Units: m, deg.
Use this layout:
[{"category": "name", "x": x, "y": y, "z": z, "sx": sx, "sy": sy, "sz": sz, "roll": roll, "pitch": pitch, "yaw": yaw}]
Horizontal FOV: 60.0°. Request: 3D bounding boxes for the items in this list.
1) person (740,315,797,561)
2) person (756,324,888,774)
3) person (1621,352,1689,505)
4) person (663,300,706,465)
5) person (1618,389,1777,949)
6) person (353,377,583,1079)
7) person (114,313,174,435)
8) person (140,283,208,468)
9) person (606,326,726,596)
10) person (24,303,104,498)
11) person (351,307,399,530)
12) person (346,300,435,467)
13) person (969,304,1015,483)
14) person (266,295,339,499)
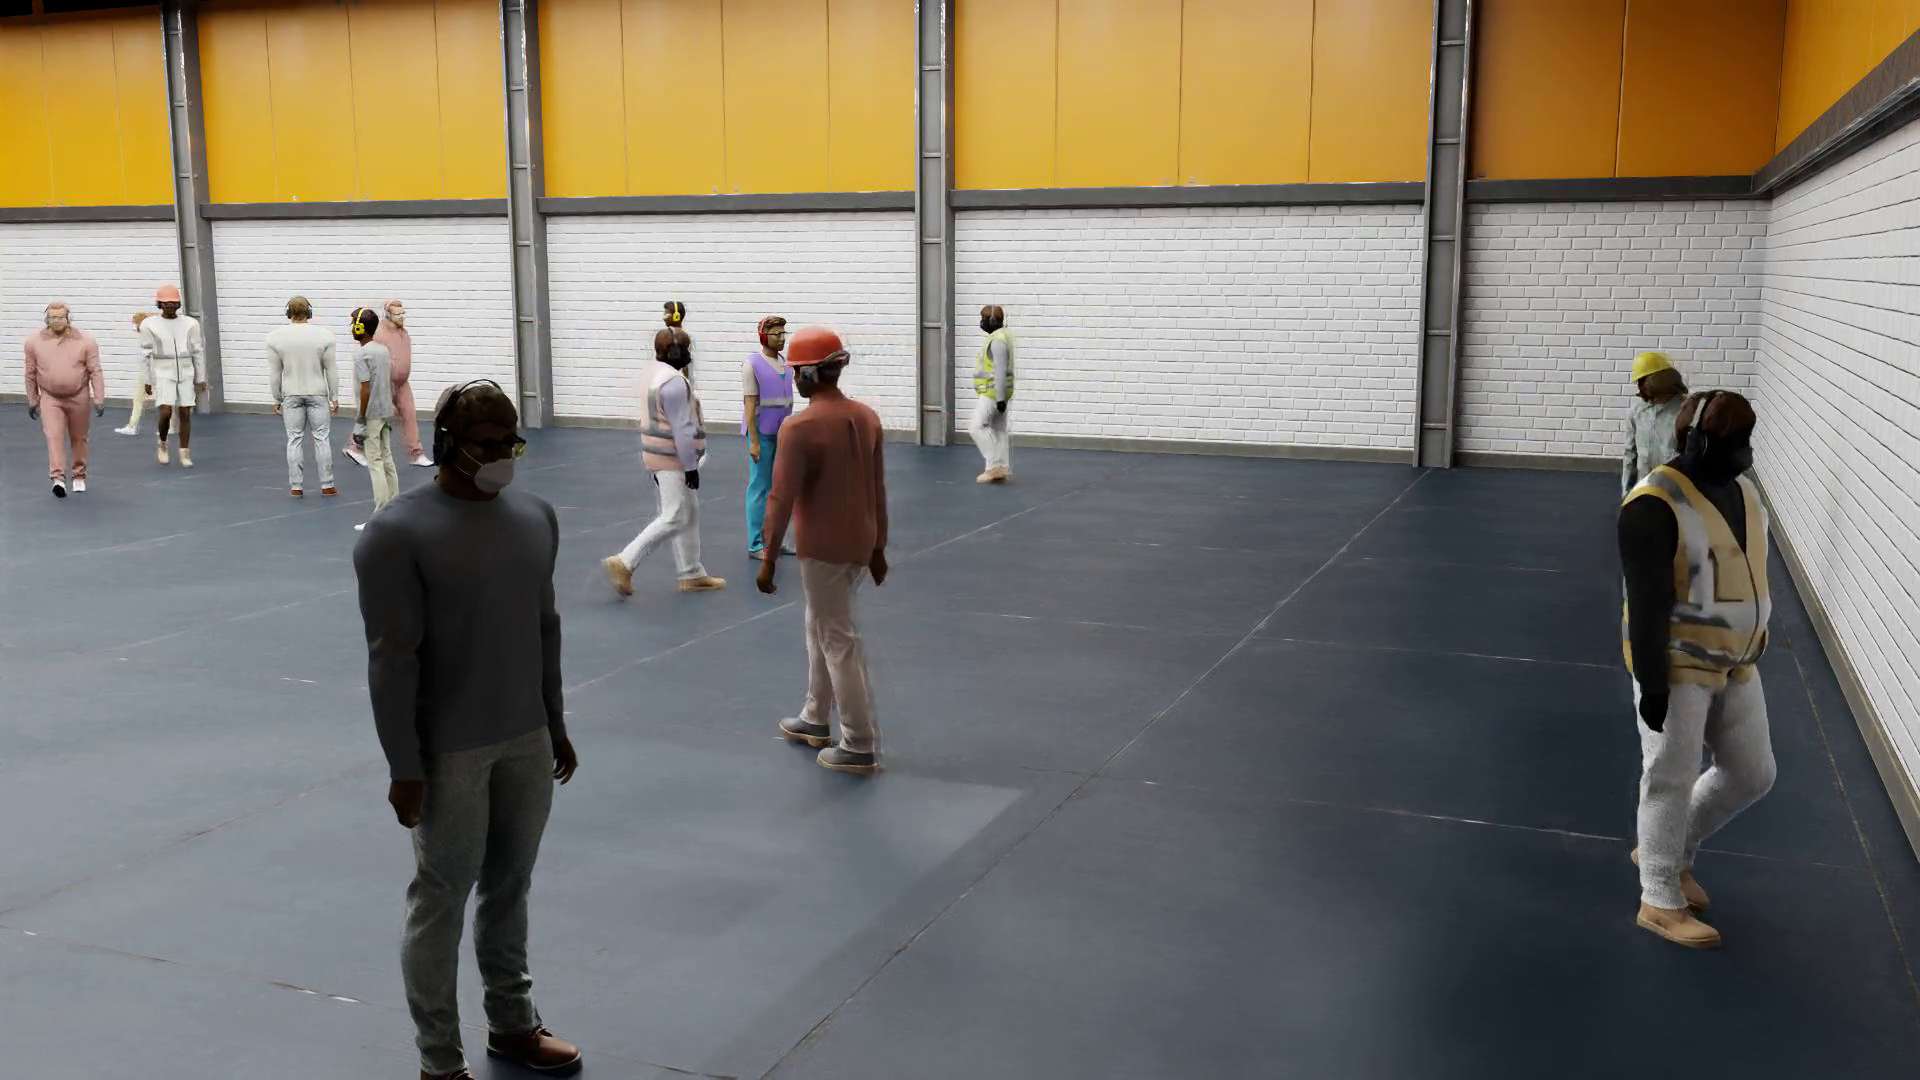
[{"category": "person", "x": -1.451, "y": -0.773, "z": 12.612, "sx": 0.393, "sy": 1.847, "sz": 0.563, "roll": 5, "pitch": 11, "yaw": 27}, {"category": "person", "x": -0.669, "y": 0.034, "z": 7.385, "sx": 0.845, "sy": 1.958, "sz": 0.620, "roll": 6, "pitch": 11, "yaw": 33}, {"category": "person", "x": 4.341, "y": -0.283, "z": 10.088, "sx": 0.645, "sy": 1.698, "sz": 0.439, "roll": 9, "pitch": 13, "yaw": 42}, {"category": "person", "x": -2.981, "y": -1.588, "z": 17.527, "sx": 0.398, "sy": 1.856, "sz": 0.550, "roll": -3, "pitch": 10, "yaw": -16}, {"category": "person", "x": 2.397, "y": 0.419, "z": 5.439, "sx": 0.640, "sy": 1.827, "sz": 0.439, "roll": -6, "pitch": 11, "yaw": -31}, {"category": "person", "x": -1.269, "y": 0.538, "z": 4.408, "sx": 0.373, "sy": 1.935, "sz": 0.628, "roll": 6, "pitch": 11, "yaw": 30}, {"category": "person", "x": -10.669, "y": -2.149, "z": 21.663, "sx": 0.789, "sy": 1.593, "sz": 0.526, "roll": -9, "pitch": 13, "yaw": -44}, {"category": "person", "x": -8.601, "y": -1.790, "z": 18.234, "sx": 0.617, "sy": 2.027, "sz": 0.428, "roll": -8, "pitch": 12, "yaw": -39}, {"category": "person", "x": -1.978, "y": -0.514, "z": 11.124, "sx": 0.779, "sy": 1.820, "sz": 0.631, "roll": -3, "pitch": 10, "yaw": -19}, {"category": "person", "x": -8.612, "y": -1.343, "z": 16.021, "sx": 0.676, "sy": 1.852, "sz": 0.976, "roll": -5, "pitch": 10, "yaw": -26}, {"category": "person", "x": -4.947, "y": -1.011, "z": 13.985, "sx": 0.332, "sy": 1.872, "sz": 0.514, "roll": 1, "pitch": 9, "yaw": 7}, {"category": "person", "x": -6.339, "y": -1.727, "z": 18.390, "sx": 0.971, "sy": 1.856, "sz": 0.693, "roll": 3, "pitch": 10, "yaw": 19}, {"category": "person", "x": 0.309, "y": -1.477, "z": 16.938, "sx": 0.494, "sy": 1.823, "sz": 0.642, "roll": 1, "pitch": 9, "yaw": 6}, {"category": "person", "x": -6.241, "y": -1.354, "z": 15.859, "sx": 0.636, "sy": 1.939, "sz": 0.369, "roll": -3, "pitch": 10, "yaw": -16}]
